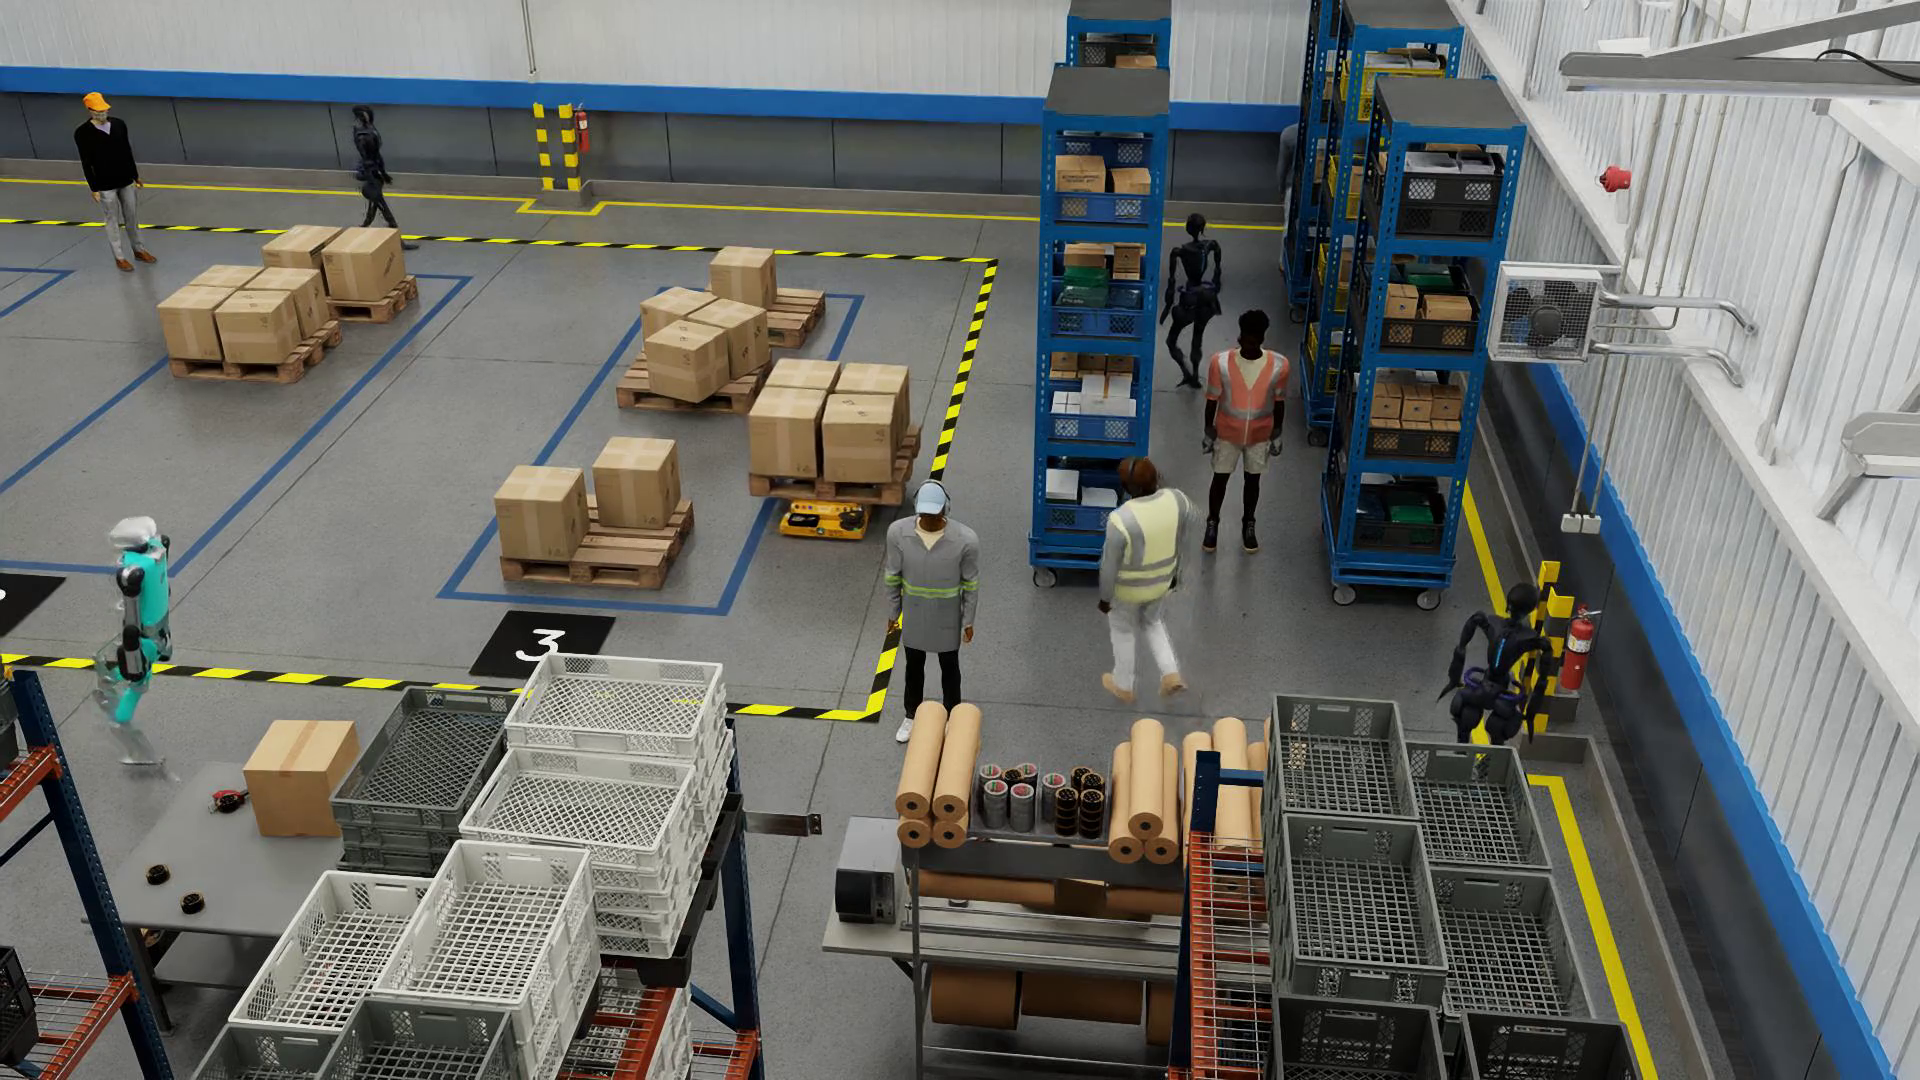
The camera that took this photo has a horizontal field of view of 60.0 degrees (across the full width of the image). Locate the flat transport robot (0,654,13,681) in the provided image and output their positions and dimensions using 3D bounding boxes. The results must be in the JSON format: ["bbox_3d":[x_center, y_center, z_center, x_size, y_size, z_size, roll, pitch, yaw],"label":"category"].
[{"bbox_3d":[-7.142,0.969,11.010,1.431,0.231,0.659,3,30,6],"label":"flat transport robot"}]

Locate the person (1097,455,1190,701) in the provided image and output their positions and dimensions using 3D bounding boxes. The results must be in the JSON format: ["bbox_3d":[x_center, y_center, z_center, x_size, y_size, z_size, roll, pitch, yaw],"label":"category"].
[{"bbox_3d":[1.172,0.288,10.646,0.632,1.814,0.519,-17,34,-27],"label":"person"}]

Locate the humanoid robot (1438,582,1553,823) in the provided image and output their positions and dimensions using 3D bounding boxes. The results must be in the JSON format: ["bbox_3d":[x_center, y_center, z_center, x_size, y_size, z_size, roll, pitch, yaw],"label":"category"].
[{"bbox_3d":[3.071,0.945,9.679,0.603,1.645,0.506,17,34,27],"label":"humanoid robot"}]

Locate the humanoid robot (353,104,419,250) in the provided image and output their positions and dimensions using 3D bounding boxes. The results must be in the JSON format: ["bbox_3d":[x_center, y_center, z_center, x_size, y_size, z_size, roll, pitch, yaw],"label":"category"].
[{"bbox_3d":[-6.399,-3.937,18.096,0.784,1.638,0.589,-2,30,-4],"label":"humanoid robot"}]

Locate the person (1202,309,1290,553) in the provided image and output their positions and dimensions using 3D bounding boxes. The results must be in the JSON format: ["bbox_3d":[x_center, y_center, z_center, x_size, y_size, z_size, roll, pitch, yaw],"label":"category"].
[{"bbox_3d":[2.109,-0.803,12.375,0.608,1.955,0.366,2,30,3],"label":"person"}]

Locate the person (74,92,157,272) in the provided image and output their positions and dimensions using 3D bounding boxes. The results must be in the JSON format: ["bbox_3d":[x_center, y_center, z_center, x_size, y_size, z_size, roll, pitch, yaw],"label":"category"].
[{"bbox_3d":[-8.932,-3.794,17.585,0.380,1.882,0.589,16,34,26],"label":"person"}]

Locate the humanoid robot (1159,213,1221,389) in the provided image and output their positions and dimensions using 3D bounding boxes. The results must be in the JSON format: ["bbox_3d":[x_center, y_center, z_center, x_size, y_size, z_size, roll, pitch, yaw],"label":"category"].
[{"bbox_3d":[2.109,-2.134,14.931,0.610,1.644,0.377,-13,33,-21],"label":"humanoid robot"}]

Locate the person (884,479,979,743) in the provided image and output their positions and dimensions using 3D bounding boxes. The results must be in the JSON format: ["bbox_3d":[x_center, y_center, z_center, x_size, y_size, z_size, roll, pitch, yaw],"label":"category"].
[{"bbox_3d":[-0.181,0.457,10.314,0.588,1.852,0.372,5,31,8],"label":"person"}]

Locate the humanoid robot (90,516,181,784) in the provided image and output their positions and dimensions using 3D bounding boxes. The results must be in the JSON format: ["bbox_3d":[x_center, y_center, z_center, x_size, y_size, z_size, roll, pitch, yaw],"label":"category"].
[{"bbox_3d":[-5.060,0.692,10.042,0.803,1.790,0.558,-1,30,-2],"label":"humanoid robot"}]

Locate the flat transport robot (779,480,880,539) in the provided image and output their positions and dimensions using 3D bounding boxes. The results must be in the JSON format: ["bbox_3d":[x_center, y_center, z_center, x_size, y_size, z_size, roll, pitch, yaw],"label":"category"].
[{"bbox_3d":[-0.987,-0.457,13.431,0.652,0.197,1.431,4,30,6],"label":"flat transport robot"}]

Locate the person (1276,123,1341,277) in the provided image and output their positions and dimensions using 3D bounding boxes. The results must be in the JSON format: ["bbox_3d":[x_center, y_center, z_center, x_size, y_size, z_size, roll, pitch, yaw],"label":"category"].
[{"bbox_3d":[3.600,-3.677,17.346,0.620,1.932,0.372,5,31,8],"label":"person"}]
